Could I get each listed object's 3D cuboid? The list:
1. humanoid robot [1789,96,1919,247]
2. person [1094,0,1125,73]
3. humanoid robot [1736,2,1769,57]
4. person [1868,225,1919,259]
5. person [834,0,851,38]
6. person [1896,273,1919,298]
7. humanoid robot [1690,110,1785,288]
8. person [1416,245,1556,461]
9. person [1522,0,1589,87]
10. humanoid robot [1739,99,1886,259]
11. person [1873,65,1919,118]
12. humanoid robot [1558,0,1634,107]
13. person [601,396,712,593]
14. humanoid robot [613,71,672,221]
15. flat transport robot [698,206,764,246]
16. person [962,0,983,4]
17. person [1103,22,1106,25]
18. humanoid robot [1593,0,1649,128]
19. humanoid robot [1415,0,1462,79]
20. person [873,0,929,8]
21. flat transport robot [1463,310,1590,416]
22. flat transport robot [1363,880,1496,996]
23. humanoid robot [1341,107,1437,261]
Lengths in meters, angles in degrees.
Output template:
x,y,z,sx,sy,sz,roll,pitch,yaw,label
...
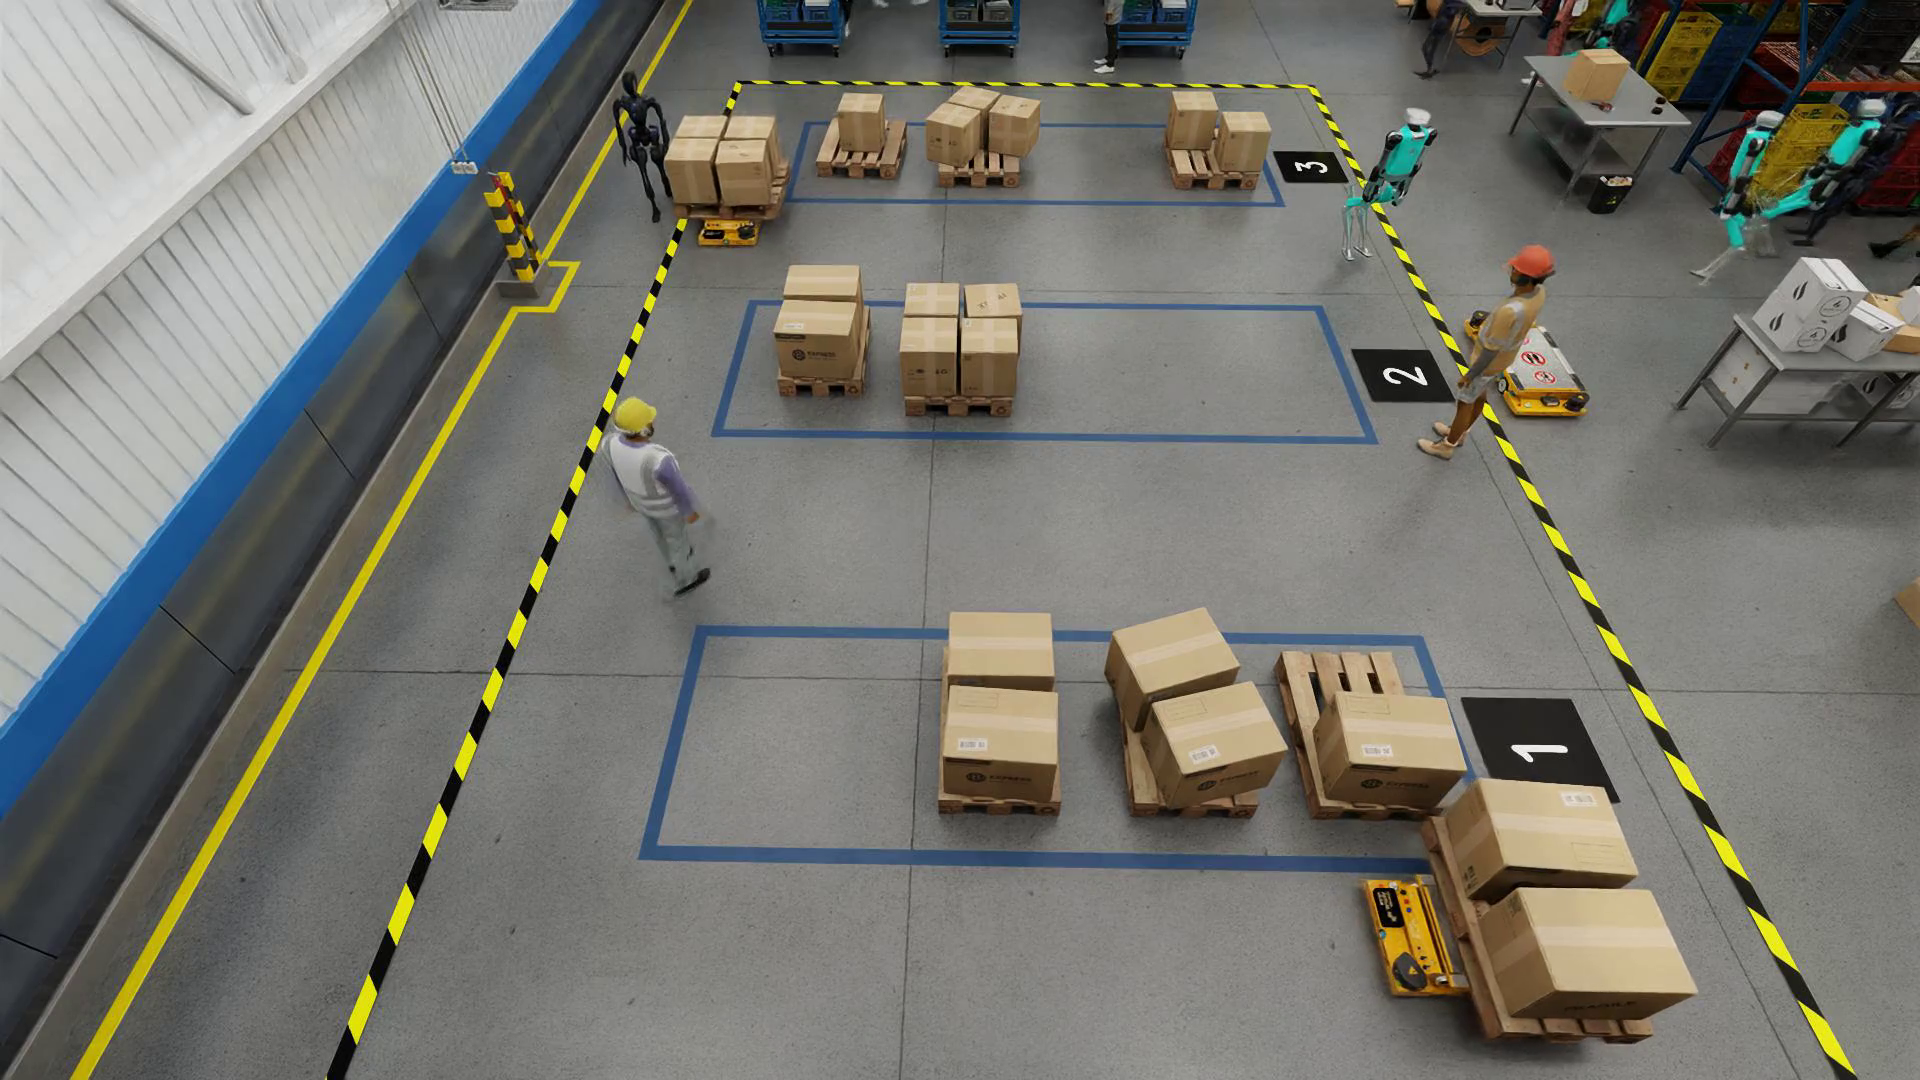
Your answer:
x,y,z,sx,sy,sz,roll,pitch,yaw,label
9.853,-4.017,10.084,0.414,1.652,0.596,8,50,7,humanoid robot
2.183,-7.726,13.173,0.375,1.853,0.589,8,50,6,person
11.565,-7.542,13.134,0.484,1.643,0.606,0,49,0,humanoid robot
10.794,-3.871,9.808,1.000,1.879,0.565,1,49,1,person
-1.828,-8.443,13.799,0.651,1.844,0.450,-3,49,-2,person
10.371,-3.171,9.245,0.332,1.837,0.506,-29,55,-23,person
8.262,-3.505,9.635,0.787,1.816,0.549,25,54,20,humanoid robot
4.408,-1.525,7.681,0.606,2.044,0.389,-33,57,-25,person
8.538,-7.399,12.848,0.372,1.915,0.593,36,58,27,person
8.987,-3.822,9.910,0.775,1.829,0.549,10,50,8,humanoid robot
12.122,-5.886,11.600,0.761,1.819,0.629,-19,52,-16,person
8.609,-6.801,12.492,0.548,1.864,0.662,-11,50,-10,humanoid robot
-2.224,-0.324,6.782,0.599,1.829,0.404,24,53,19,person
-3.635,-4.610,10.605,0.598,1.627,0.695,-7,50,-6,humanoid robot
-2.678,-3.997,10.974,0.652,0.197,1.431,1,49,1,flat transport robot
0.167,-8.902,14.297,0.894,1.674,0.517,-19,52,-16,person
2.594,-9.025,14.173,0.371,2.043,0.604,-28,55,-22,person
8.610,-6.260,12.062,0.715,1.634,0.600,30,56,23,humanoid robot
6.950,-7.487,13.087,0.374,1.636,0.598,30,56,24,humanoid robot
-1.034,-9.643,14.851,0.948,1.827,0.537,-18,52,-15,person
5.573,-1.757,9.054,0.659,0.231,1.431,1,49,1,flat transport robot
3.242,2.358,5.474,1.431,0.197,0.652,1,49,1,flat transport robot
4.471,-3.849,9.805,0.533,1.677,0.735,-11,50,-9,humanoid robot
